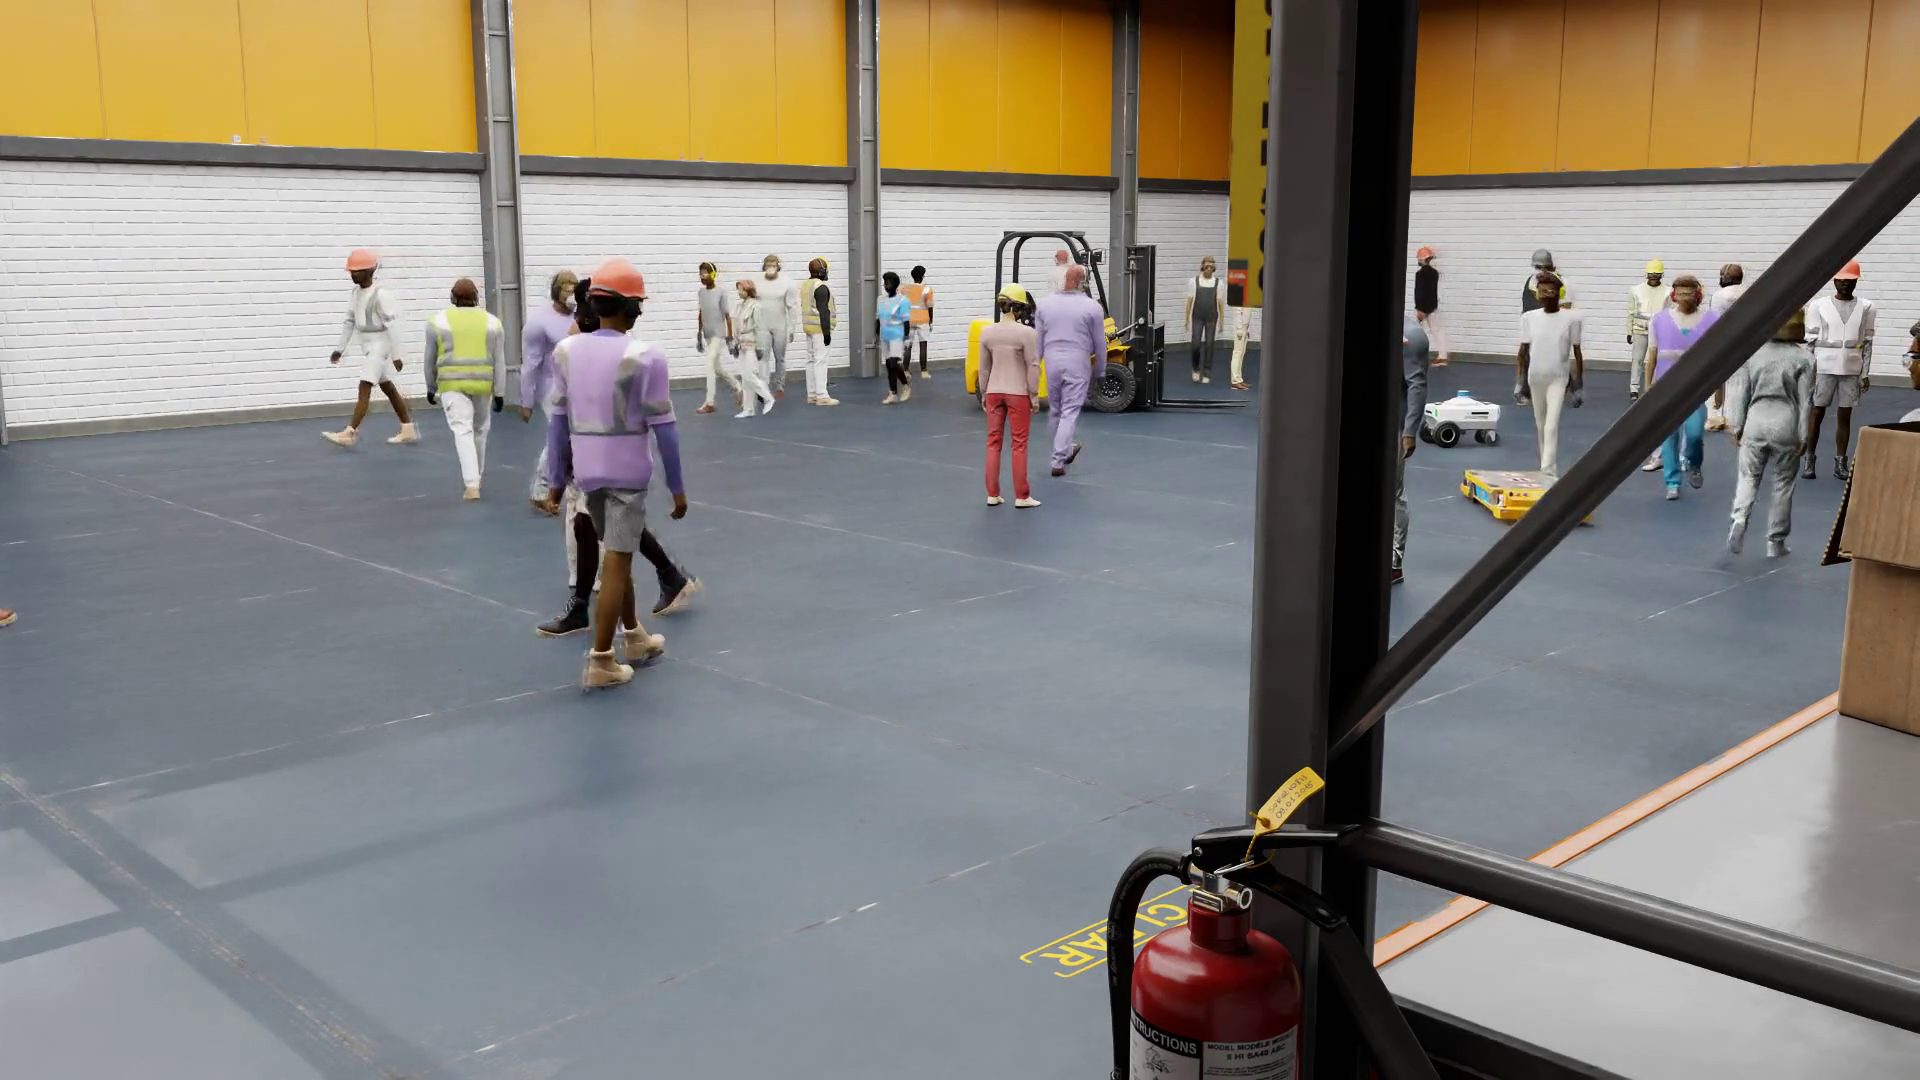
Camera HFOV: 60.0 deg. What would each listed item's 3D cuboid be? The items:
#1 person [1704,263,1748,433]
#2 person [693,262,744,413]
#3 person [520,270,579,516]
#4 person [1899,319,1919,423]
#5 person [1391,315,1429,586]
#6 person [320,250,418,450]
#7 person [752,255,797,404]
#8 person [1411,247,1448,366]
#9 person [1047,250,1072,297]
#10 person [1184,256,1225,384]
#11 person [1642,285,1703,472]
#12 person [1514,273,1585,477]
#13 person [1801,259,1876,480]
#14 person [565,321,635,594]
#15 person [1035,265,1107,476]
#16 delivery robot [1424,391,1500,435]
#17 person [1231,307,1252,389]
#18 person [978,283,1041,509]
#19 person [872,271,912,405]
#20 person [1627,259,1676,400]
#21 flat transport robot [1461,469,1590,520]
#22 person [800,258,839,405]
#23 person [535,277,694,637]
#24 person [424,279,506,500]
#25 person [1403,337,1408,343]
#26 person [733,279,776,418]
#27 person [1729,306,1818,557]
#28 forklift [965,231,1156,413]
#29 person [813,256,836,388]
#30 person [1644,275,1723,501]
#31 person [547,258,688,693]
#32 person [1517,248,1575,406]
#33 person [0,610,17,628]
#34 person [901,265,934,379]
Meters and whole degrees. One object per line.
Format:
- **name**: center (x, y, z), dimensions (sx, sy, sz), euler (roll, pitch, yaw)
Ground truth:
- **person**: center (8.256, -2.059, 17.949), dimensions (0.658, 1.827, 0.480), euler (-5, 11, -24)
- **person**: center (-2.923, -2.471, 20.240), dimensions (0.533, 1.831, 0.870), euler (10, 14, 43)
- **person**: center (-2.945, -1.067, 12.423), dimensions (1.032, 1.880, 0.629), euler (7, 12, 34)
- **person**: center (3.474, 0.127, 5.959), dimensions (0.509, 1.860, 0.318), euler (-5, 12, -27)
- **person**: center (2.552, -0.688, 10.171), dimensions (0.354, 1.938, 0.636), euler (-7, 12, -33)
- **person**: center (-5.958, -1.905, 16.685), dimensions (1.074, 1.974, 0.625), euler (-9, 14, -41)
- **person**: center (-2.397, -2.691, 21.254), dimensions (0.638, 1.876, 1.030), euler (1, 10, 3)
- **person**: center (7.622, -3.820, 27.280), dimensions (0.626, 1.943, 1.049), euler (-8, 13, -36)
- **person**: center (1.605, -3.624, 26.289), dimensions (0.649, 1.901, 0.401), euler (-8, 13, -36)
- **person**: center (3.506, -3.140, 23.826), dimensions (0.565, 1.835, 0.417), euler (1, 10, 6)
- **person**: center (6.438, -1.446, 14.842), dimensions (0.622, 1.736, 0.530), euler (-10, 14, -43)
- **person**: center (4.773, -1.252, 13.563), dimensions (0.504, 1.818, 0.932), euler (8, 13, 37)
- **person**: center (7.664, -1.486, 14.526), dimensions (0.552, 1.937, 0.356), euler (3, 11, 15)
- **person**: center (-2.210, -0.501, 9.965), dimensions (0.512, 1.642, 0.311), euler (9, 14, 41)
- **person**: center (1.014, -1.531, 14.996), dimensions (0.661, 1.861, 0.971), euler (5, 11, 24)
- **delivery robot**: center (5.101, -1.275, 16.898), dimensions (0.707, 0.478, 0.477), euler (-1, 10, -5)
- **person**: center (3.936, -2.920, 23.169), dimensions (0.280, 1.636, 0.500), euler (4, 11, 21)
- **person**: center (0.395, -1.126, 13.058), dimensions (0.523, 1.759, 0.335), euler (6, 12, 32)
- **person**: center (-0.855, -2.526, 20.896), dimensions (0.366, 1.688, 0.544), euler (-10, 14, -44)
- **person**: center (8.929, -2.708, 21.501), dimensions (0.593, 1.826, 0.403), euler (4, 11, 22)
- **flat transport robot**: center (4.385, -0.366, 12.967), dimensions (0.652, 0.197, 1.431), euler (1, 10, 5)
- **person**: center (-1.769, -2.623, 20.990), dimensions (0.429, 1.843, 0.633), euler (-5, 12, -27)
- **person**: center (-1.864, -0.466, 9.043), dimensions (0.968, 1.918, 0.613), euler (-8, 13, -37)
- **person**: center (-4.047, -1.239, 13.636), dimensions (0.618, 1.787, 1.007), euler (-6, 12, -29)
- **person**: center (1.399, 0.068, 6.050), dimensions (0.374, 1.939, 0.545), euler (4, 11, 23)
- **person**: center (-2.455, -2.229, 19.435), dimensions (0.387, 1.631, 0.530), euler (-7, 12, -32)
- **person**: center (5.330, -0.721, 10.934), dimensions (0.501, 1.725, 0.594), euler (9, 14, 40)
- **forklift**: center (1.222, -2.721, 20.561), dimensions (2.313, 2.155, 1.214), euler (2, 11, 13)
- **person**: center (-1.962, -3.058, 23.385), dimensions (0.403, 1.834, 0.588), euler (-4, 11, -19)
- **person**: center (5.887, -1.242, 13.529), dimensions (0.621, 1.817, 0.570), euler (5, 11, 24)
- **person**: center (-1.567, -0.322, 7.960), dimensions (0.648, 2.013, 0.878), euler (5, 12, 26)
- **person**: center (7.430, -2.717, 20.962), dimensions (0.851, 2.000, 0.696), euler (-8, 13, -38)
- **person**: center (-5.606, -0.396, 8.605), dimensions (1.053, 1.941, 0.630), euler (-7, 13, -34)
- **person**: center (-0.635, -3.224, 24.696), dimensions (0.529, 1.690, 0.321), euler (3, 11, 17)
